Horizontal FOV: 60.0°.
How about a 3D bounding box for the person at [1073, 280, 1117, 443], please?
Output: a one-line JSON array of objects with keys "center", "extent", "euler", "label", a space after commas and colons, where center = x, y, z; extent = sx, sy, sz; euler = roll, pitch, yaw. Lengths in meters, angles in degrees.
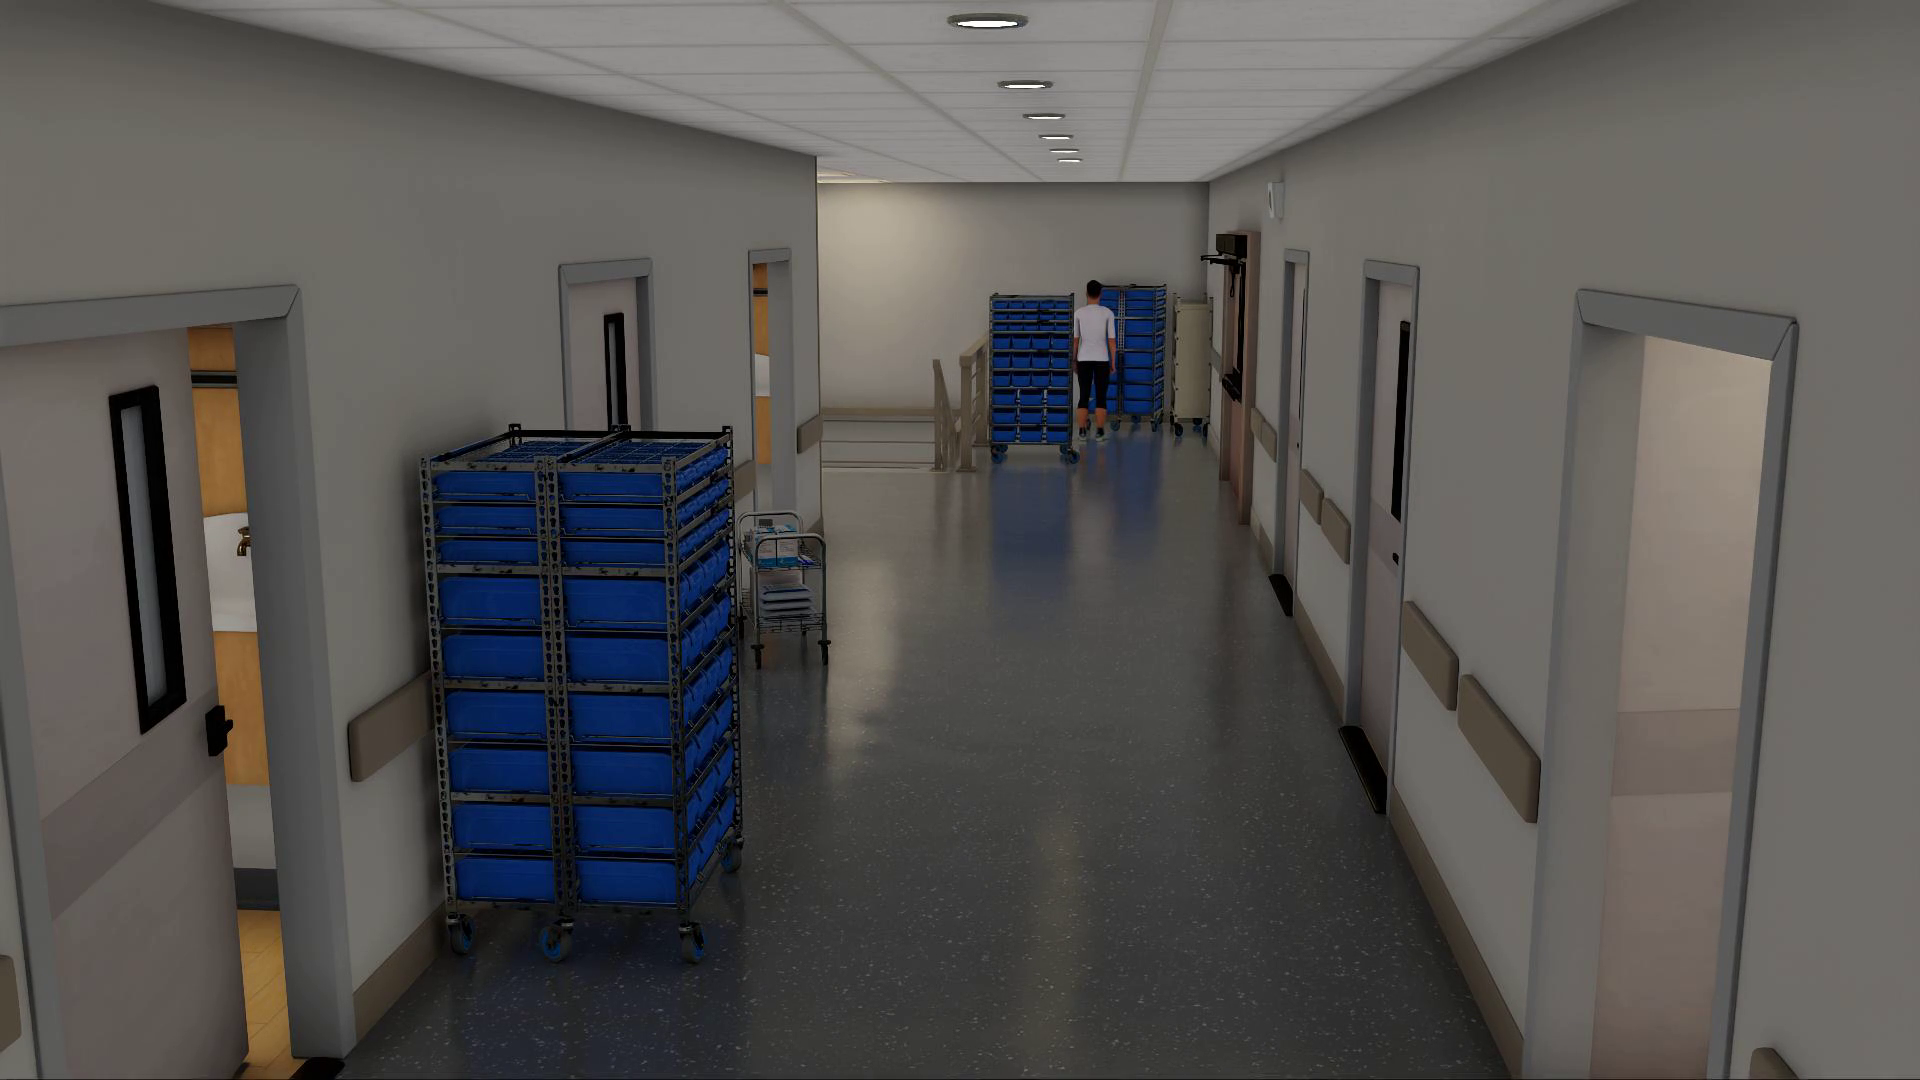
[{"center": [1.540, -2.065, 19.171], "extent": [0.692, 1.847, 0.595], "euler": [3, 11, 14], "label": "person"}]
